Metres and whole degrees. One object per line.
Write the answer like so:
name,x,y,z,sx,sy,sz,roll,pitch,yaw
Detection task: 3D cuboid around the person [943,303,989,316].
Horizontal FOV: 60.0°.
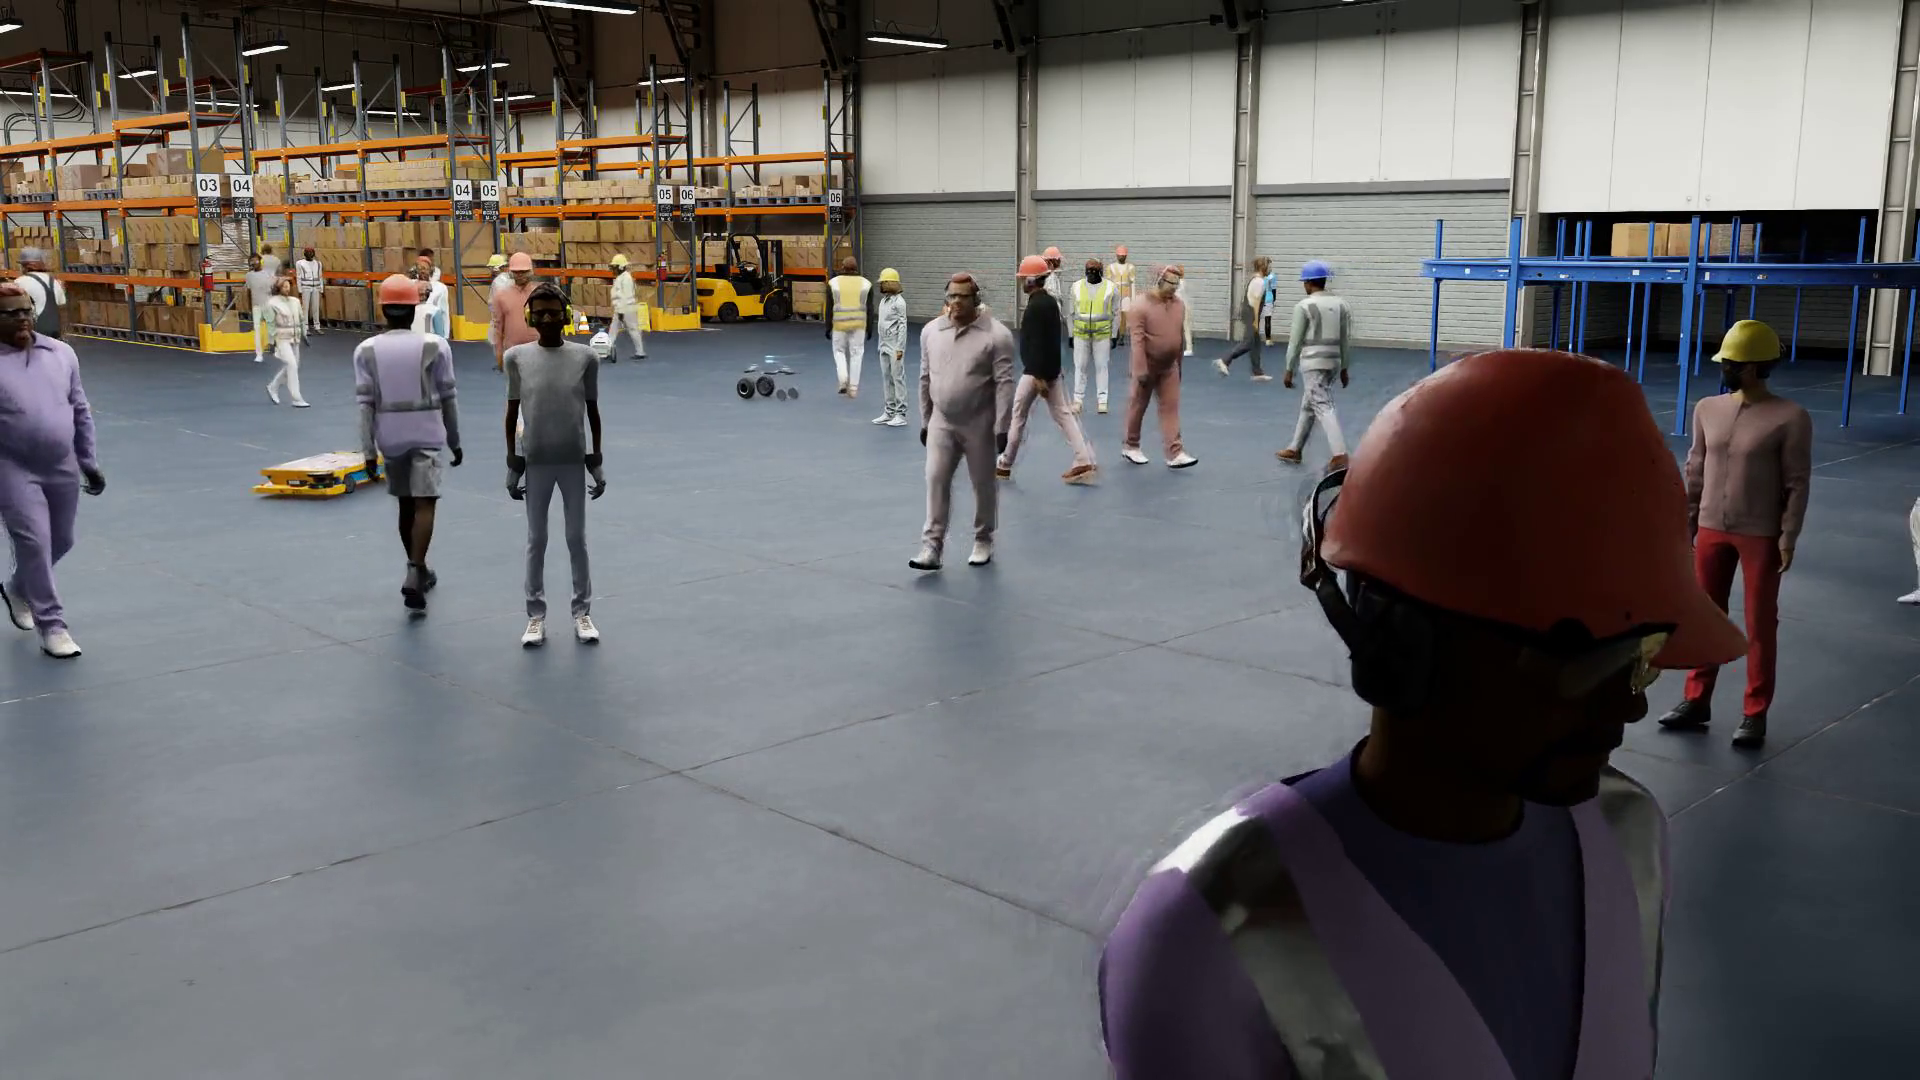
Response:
person,0.061,-2.000,17.872,0.542,1.695,0.316,-3,11,-16

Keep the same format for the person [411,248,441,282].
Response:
person,-9.149,-4.067,28.599,0.754,1.901,0.603,7,12,32

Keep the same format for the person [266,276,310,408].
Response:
person,-8.406,-2.472,20.680,0.732,1.612,0.517,4,11,20

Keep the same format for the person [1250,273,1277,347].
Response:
person,5.797,-4.553,31.785,0.534,1.700,0.318,5,12,27

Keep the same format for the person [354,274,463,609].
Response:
person,-3.181,-0.572,9.556,0.541,1.905,0.981,-1,10,-4

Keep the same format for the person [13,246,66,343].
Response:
person,-11.066,-2.550,20.047,1.033,2.000,0.678,1,10,6

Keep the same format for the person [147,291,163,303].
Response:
person,-22.059,-7.186,45.402,0.641,1.979,1.021,3,11,14

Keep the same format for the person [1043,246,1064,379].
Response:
person,1.354,-3.347,24.549,0.347,1.943,0.545,-1,10,-3

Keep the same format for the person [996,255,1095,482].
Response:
person,0.703,-1.458,14.272,1.044,1.948,0.607,5,12,26

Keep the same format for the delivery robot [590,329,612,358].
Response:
delivery robot,-6.026,-3.309,27.989,0.477,0.478,0.707,-1,10,-7

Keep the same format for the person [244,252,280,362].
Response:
person,-11.801,-3.958,28.182,0.527,1.839,0.795,-2,11,-9

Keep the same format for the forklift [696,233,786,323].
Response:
forklift,-5.496,-6.489,41.108,2.313,2.155,1.214,-10,14,-44

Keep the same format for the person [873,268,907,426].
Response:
person,-0.783,-2.157,18.602,0.295,1.743,0.493,-7,12,-32

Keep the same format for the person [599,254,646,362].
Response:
person,-5.706,-3.869,27.821,0.914,1.781,0.617,-5,11,-24

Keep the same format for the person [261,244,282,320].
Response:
person,-16.074,-5.900,38.609,1.006,1.886,0.660,9,14,41

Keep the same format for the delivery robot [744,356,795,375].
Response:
delivery robot,-2.490,-2.289,21.716,0.698,0.223,0.335,6,12,30

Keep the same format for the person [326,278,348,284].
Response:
person,-15.823,-6.566,42.234,0.588,1.889,0.532,-2,11,-9

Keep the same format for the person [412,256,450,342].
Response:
person,-6.529,-2.542,20.364,0.582,1.867,0.690,-1,10,-7

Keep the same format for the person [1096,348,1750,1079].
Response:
person,0.387,0.844,1.460,0.612,2.030,0.678,-6,12,-29

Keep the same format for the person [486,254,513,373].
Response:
person,-7.095,-3.481,25.647,0.493,1.815,0.602,0,10,2

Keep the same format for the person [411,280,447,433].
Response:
person,-5.722,-1.948,17.752,0.516,1.637,0.312,3,11,16

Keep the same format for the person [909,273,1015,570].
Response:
person,-0.005,-0.728,10.458,0.670,1.864,0.927,4,11,19

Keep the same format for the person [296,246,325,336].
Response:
person,-13.817,-5.307,35.396,0.355,1.884,0.574,10,14,43

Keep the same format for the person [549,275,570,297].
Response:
person,-10.969,-7.206,45.686,0.652,1.903,0.879,-7,13,-34

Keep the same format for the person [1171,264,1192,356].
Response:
person,3.771,-4.039,29.233,0.738,1.594,0.521,-2,11,-9

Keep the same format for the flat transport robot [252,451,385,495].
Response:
flat transport robot,-5.318,-0.577,14.122,0.652,0.197,1.431,2,11,8

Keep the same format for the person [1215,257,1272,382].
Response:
person,4.142,-3.197,24.102,0.767,1.813,0.543,0,10,0

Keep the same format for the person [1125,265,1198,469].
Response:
person,1.825,-1.583,15.211,0.657,1.842,0.991,-5,12,-27

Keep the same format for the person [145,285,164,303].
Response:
person,-21.274,-6.876,43.910,0.554,1.905,0.880,-8,13,-35

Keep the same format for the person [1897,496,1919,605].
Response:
person,5.640,-0.411,9.433,0.525,1.621,0.552,-9,14,-40

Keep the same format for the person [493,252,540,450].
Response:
person,-4.355,-1.908,16.725,0.622,1.944,1.053,-3,11,-18

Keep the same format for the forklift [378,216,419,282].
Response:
forklift,-17.868,-9.201,54.028,1.873,2.768,1.129,-10,14,-44

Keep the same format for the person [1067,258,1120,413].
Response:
person,1.590,-2.445,19.927,0.621,1.837,0.429,2,11,12

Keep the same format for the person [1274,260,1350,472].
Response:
person,3.253,-1.585,15.117,0.621,1.890,1.015,-8,13,-36

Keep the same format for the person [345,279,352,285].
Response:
person,-17.383,-7.378,46.661,0.655,1.888,0.713,-9,14,-41

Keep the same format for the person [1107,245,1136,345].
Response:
person,3.113,-4.736,32.167,0.568,1.924,0.453,0,10,2

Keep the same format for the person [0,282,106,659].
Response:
person,-4.809,-0.380,8.543,0.849,1.884,0.636,6,12,31

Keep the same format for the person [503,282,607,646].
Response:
person,-2.099,-0.392,8.635,0.515,1.872,0.328,-3,11,-16

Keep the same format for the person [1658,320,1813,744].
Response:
person,3.264,-0.035,6.973,0.329,1.765,0.526,-7,13,-34

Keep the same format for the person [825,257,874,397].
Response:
person,-1.448,-2.799,21.867,0.658,1.828,0.480,-1,10,-8
